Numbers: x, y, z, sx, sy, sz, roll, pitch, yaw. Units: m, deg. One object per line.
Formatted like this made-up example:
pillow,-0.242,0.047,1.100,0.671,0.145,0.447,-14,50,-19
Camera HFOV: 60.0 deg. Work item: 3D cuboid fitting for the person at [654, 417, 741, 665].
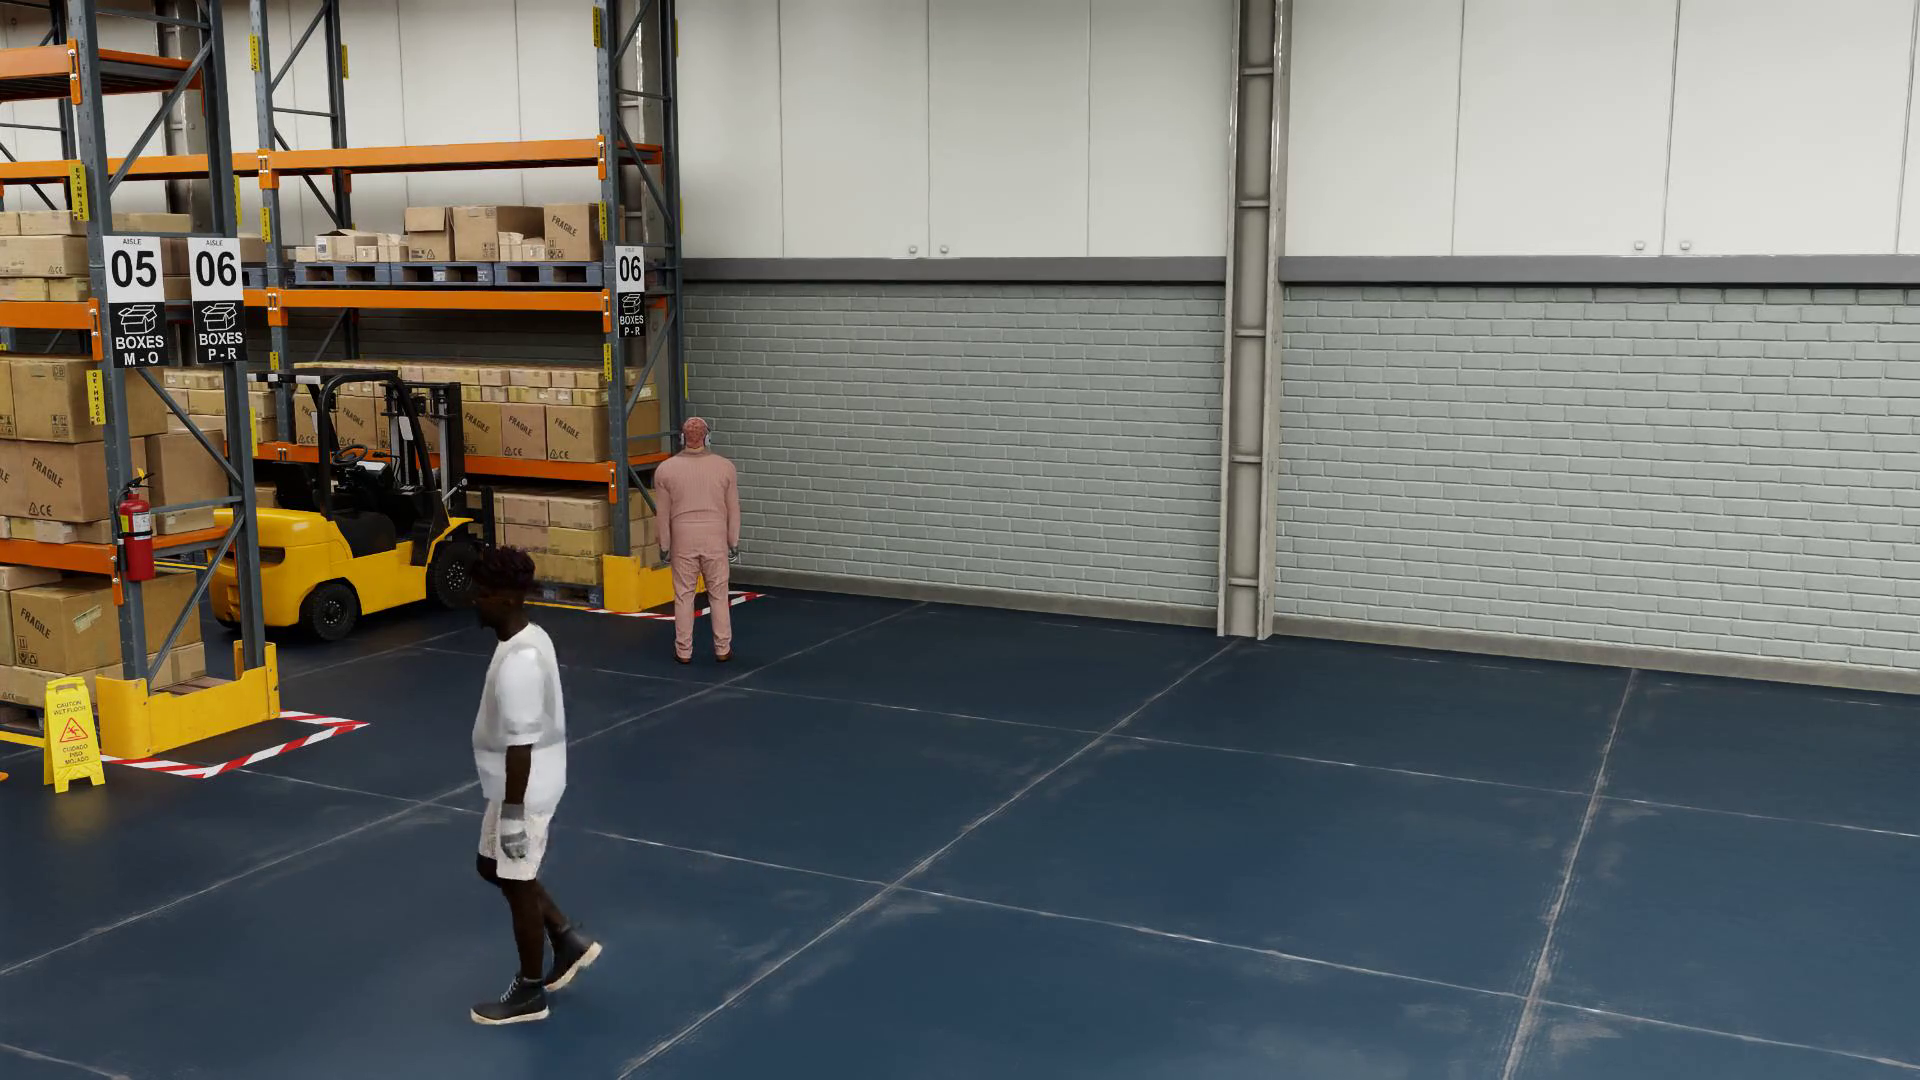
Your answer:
person,-2.008,0.009,12.781,0.643,1.909,0.410,-2,9,-10

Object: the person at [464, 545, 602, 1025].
person,-1.766,0.983,6.646,0.427,1.955,0.629,-2,9,-12
